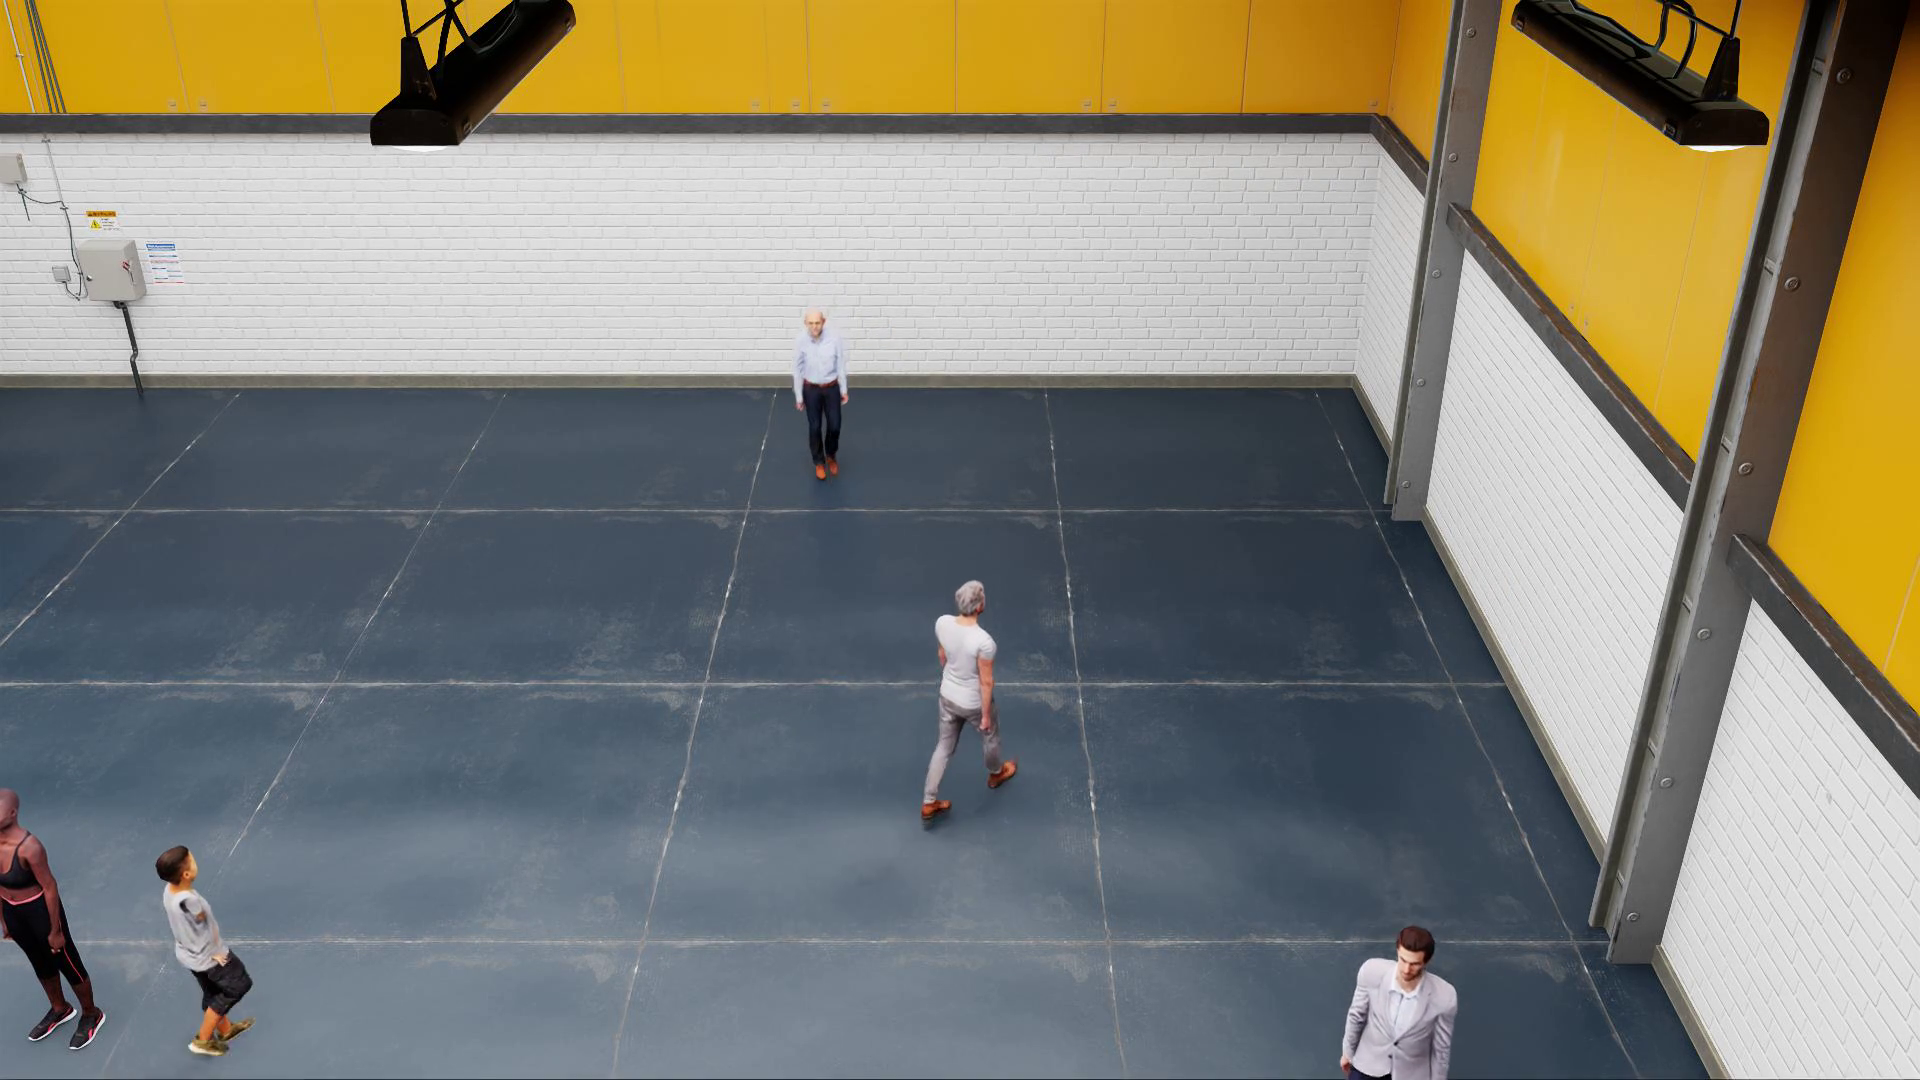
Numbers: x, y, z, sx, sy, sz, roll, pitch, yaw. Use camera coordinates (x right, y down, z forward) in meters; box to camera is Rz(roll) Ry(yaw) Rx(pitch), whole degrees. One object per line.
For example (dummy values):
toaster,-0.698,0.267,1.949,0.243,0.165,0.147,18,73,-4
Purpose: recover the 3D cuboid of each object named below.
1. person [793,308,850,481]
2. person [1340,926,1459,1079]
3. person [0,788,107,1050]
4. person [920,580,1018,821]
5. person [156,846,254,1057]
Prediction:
person,-1.364,-1.470,16.302,0.730,1.781,0.671,-4,29,-7
person,2.269,2.673,8.641,0.797,1.843,0.784,13,31,22
person,-5.351,2.171,9.650,0.636,1.757,0.614,8,30,14
person,-0.026,1.146,11.499,1.165,1.786,1.268,23,36,36
person,-4.438,2.365,9.616,0.760,1.450,0.817,20,34,32
